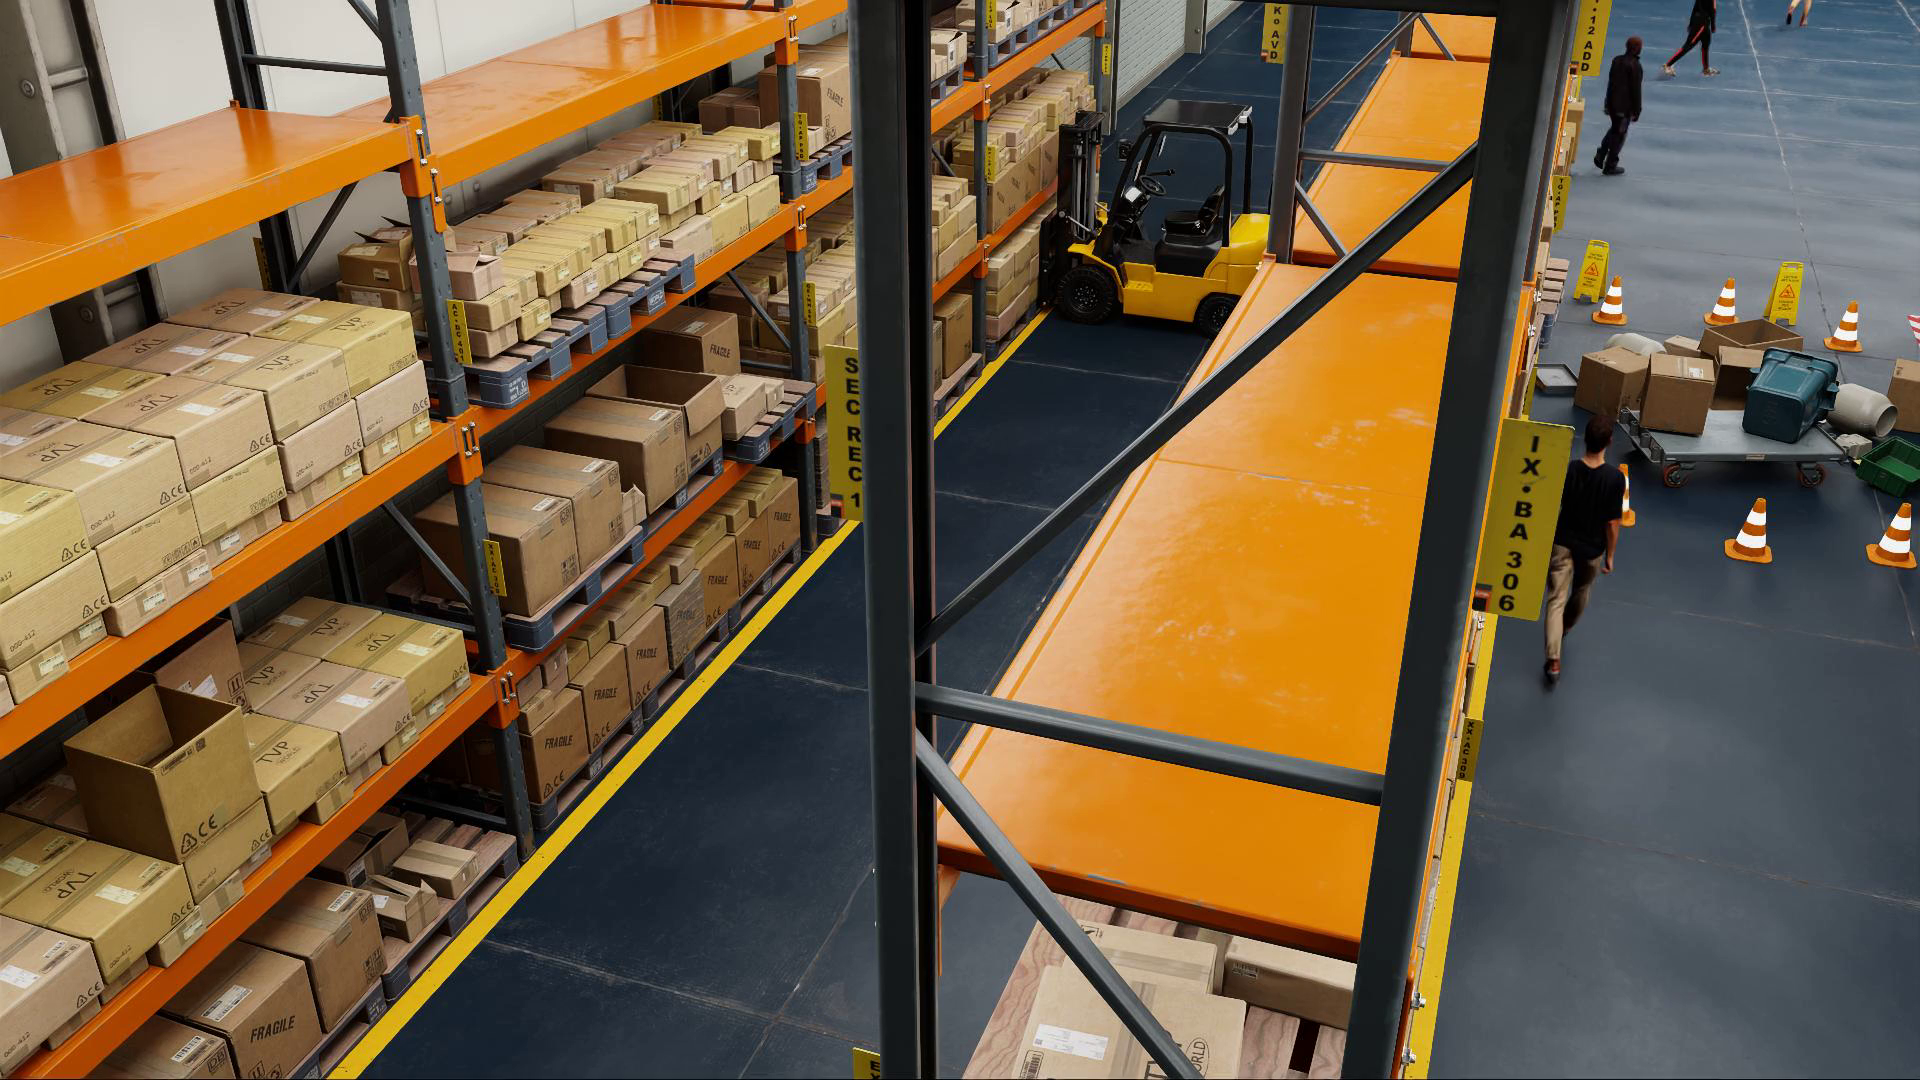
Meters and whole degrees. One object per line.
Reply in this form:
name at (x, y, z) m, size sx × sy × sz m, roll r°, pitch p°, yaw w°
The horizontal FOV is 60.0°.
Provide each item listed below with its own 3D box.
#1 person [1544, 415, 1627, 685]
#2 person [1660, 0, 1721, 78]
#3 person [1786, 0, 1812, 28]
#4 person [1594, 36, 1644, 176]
person at (4.085, 0.110, 11.041) m, size 0.659 × 1.804 × 1.131 m, roll 10°, pitch 30°, yaw 18°
person at (11.950, -8.379, 27.026) m, size 0.889 × 1.763 × 1.229 m, roll 2°, pitch 28°, yaw 3°
person at (15.663, -10.344, 30.785) m, size 1.081 × 1.698 × 0.877 m, roll -23°, pitch 36°, yaw -37°
person at (8.678, -5.746, 22.030) m, size 0.945 × 1.811 × 0.879 m, roll -11°, pitch 30°, yaw -20°
